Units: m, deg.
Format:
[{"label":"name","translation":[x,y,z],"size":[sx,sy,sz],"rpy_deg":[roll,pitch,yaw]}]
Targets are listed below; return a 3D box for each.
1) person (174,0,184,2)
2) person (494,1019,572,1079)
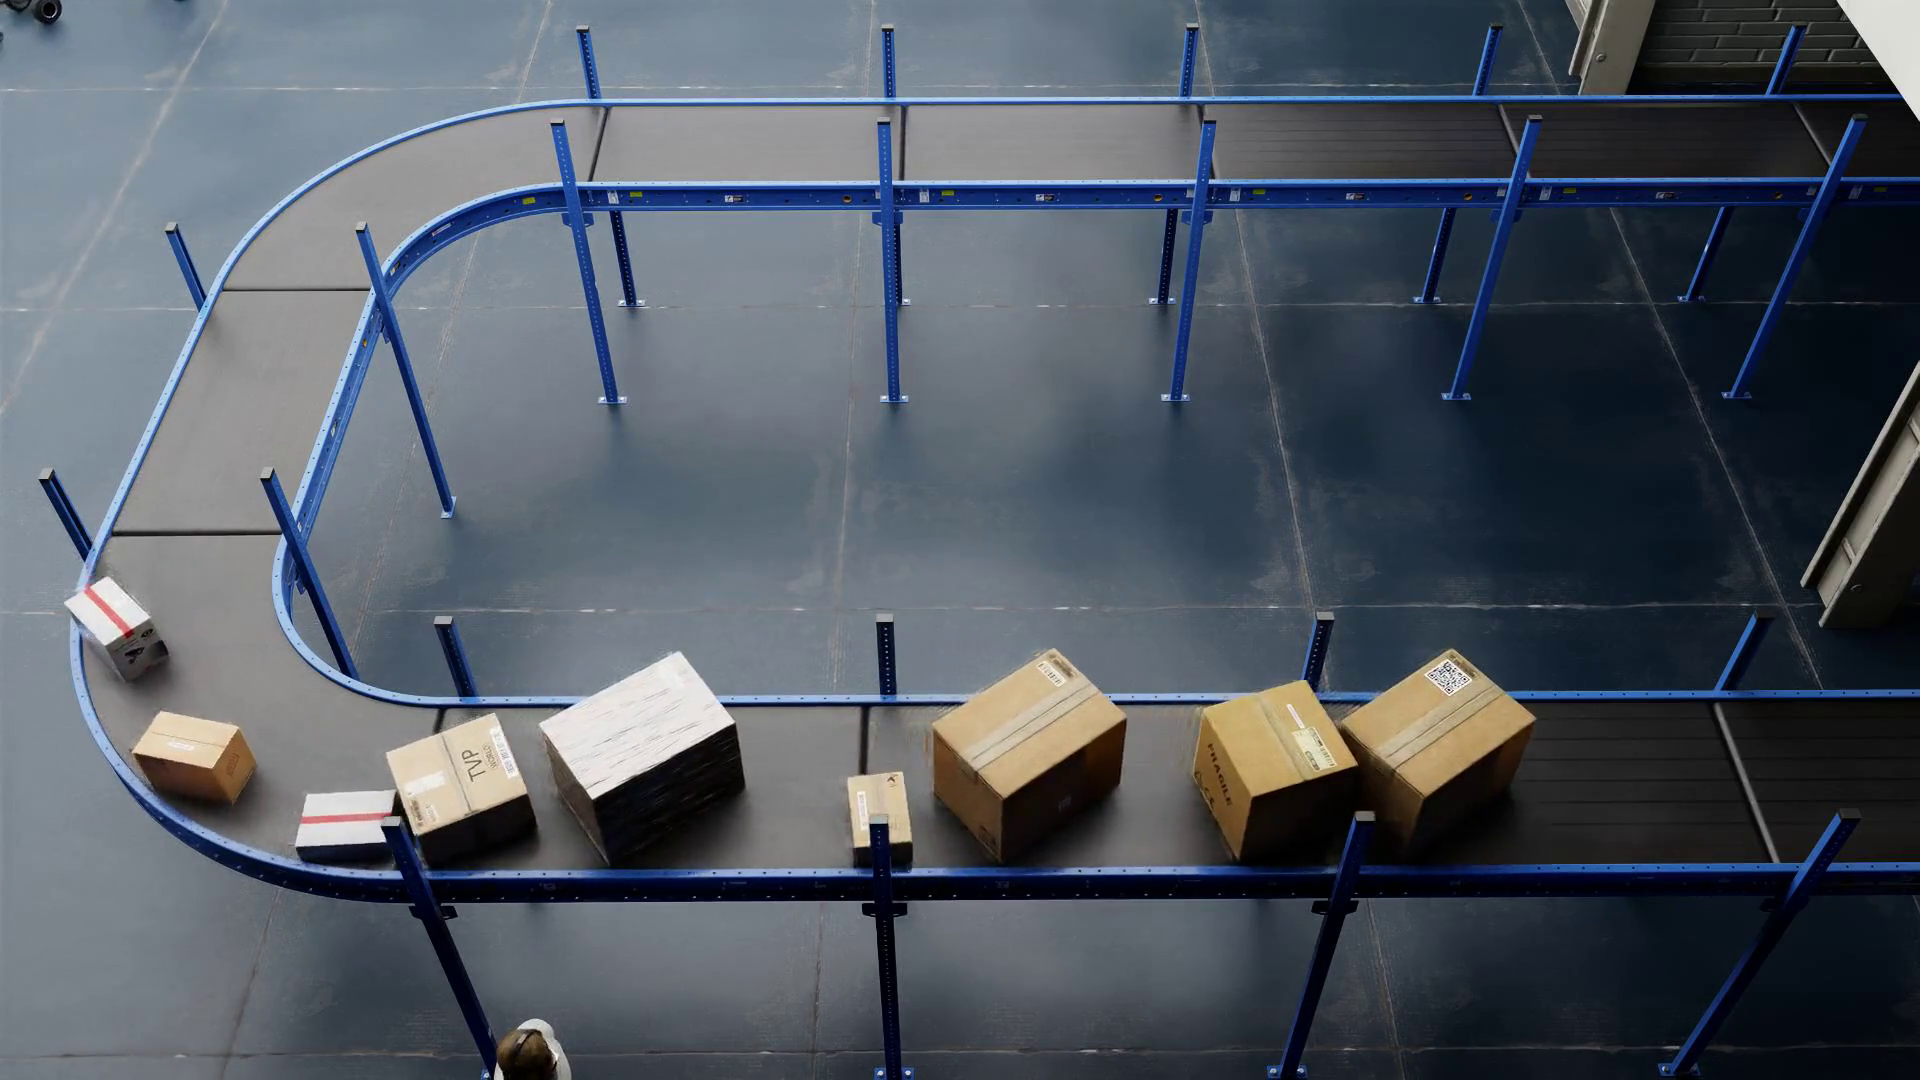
[{"label":"person","translation":[-7.316,-5.708,15.398],"size":[0.533,1.765,0.327],"rpy_deg":[22,51,19]},{"label":"person","translation":[-1.784,2.642,7.487],"size":[0.355,1.936,0.633],"rpy_deg":[1,47,1]}]
